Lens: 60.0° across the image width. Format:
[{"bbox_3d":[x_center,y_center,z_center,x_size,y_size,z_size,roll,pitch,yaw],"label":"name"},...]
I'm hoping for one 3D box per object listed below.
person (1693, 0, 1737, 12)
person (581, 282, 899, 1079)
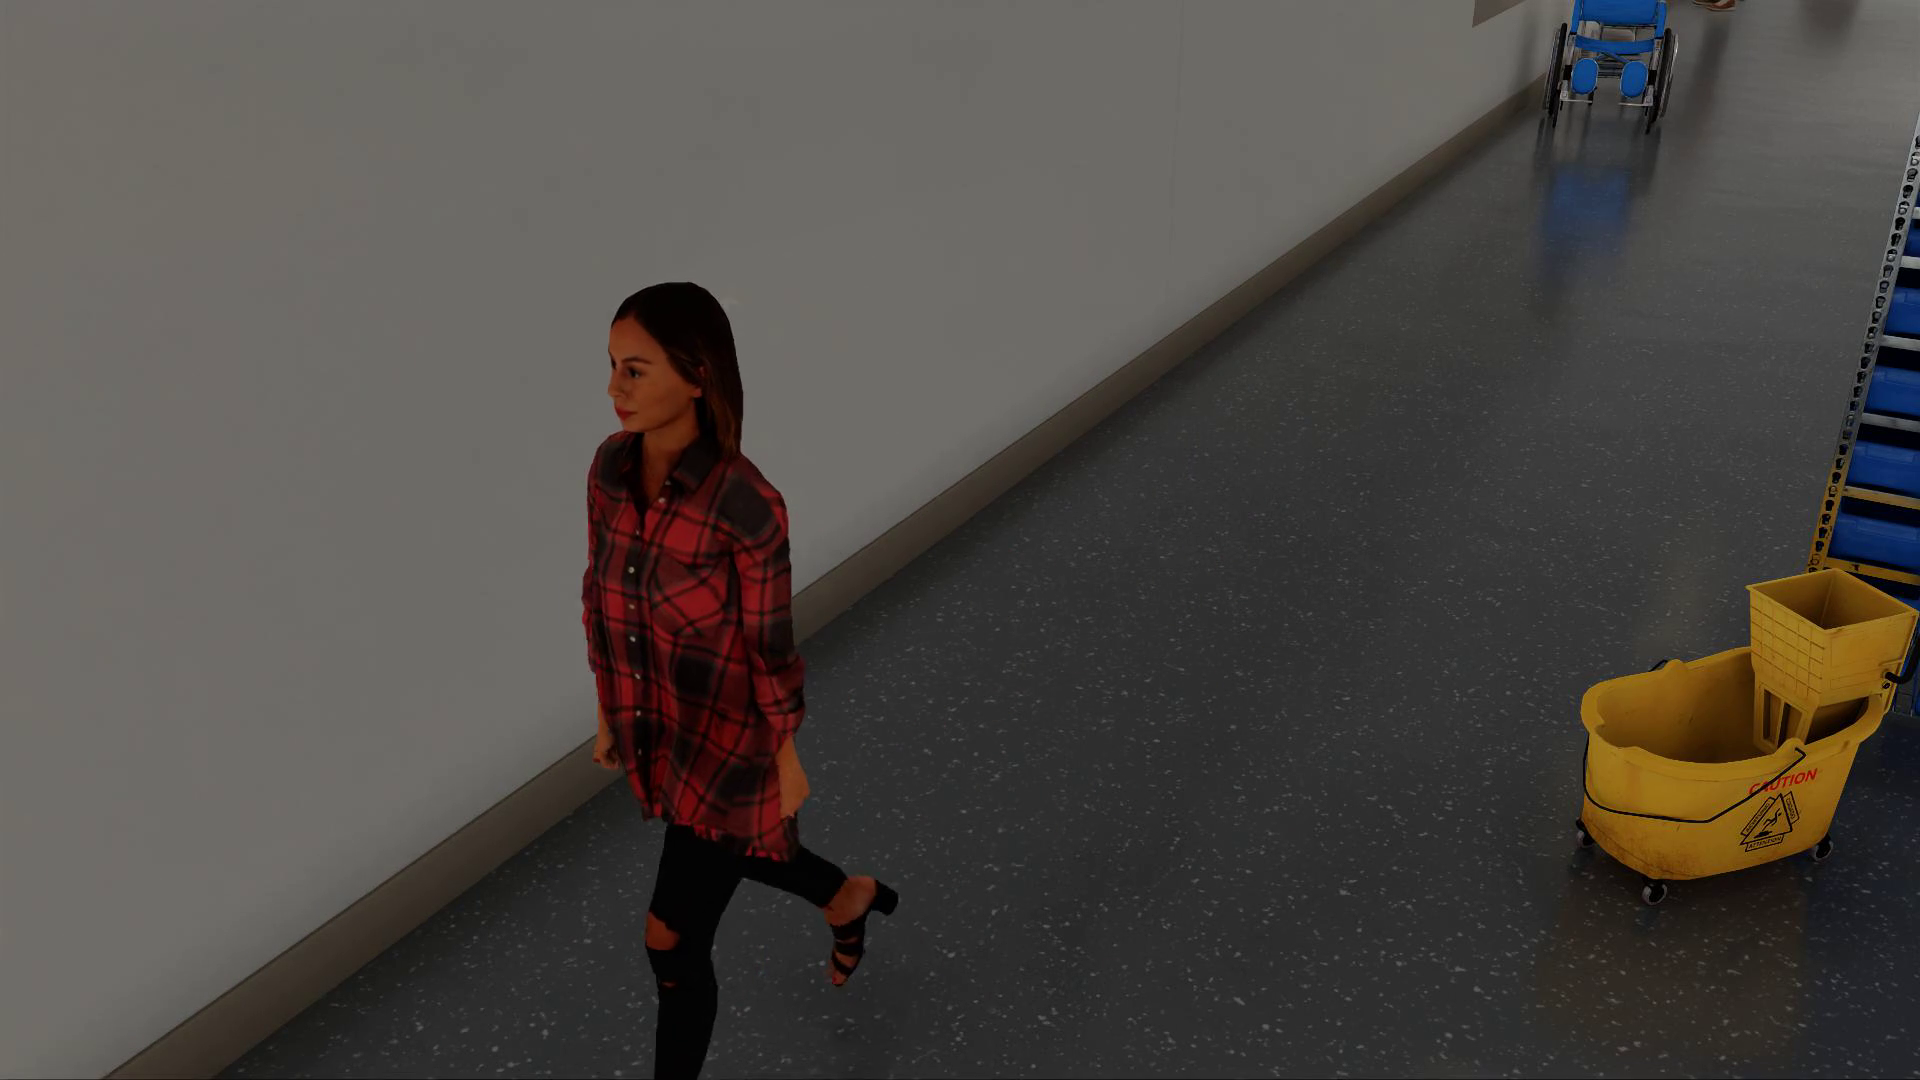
[{"bbox_3d":[7.652,-6.204,16.351,0.728,1.889,0.727,1,26,1],"label":"person"},{"bbox_3d":[-0.404,0.346,3.017,1.076,1.674,0.817,21,33,36],"label":"person"}]
